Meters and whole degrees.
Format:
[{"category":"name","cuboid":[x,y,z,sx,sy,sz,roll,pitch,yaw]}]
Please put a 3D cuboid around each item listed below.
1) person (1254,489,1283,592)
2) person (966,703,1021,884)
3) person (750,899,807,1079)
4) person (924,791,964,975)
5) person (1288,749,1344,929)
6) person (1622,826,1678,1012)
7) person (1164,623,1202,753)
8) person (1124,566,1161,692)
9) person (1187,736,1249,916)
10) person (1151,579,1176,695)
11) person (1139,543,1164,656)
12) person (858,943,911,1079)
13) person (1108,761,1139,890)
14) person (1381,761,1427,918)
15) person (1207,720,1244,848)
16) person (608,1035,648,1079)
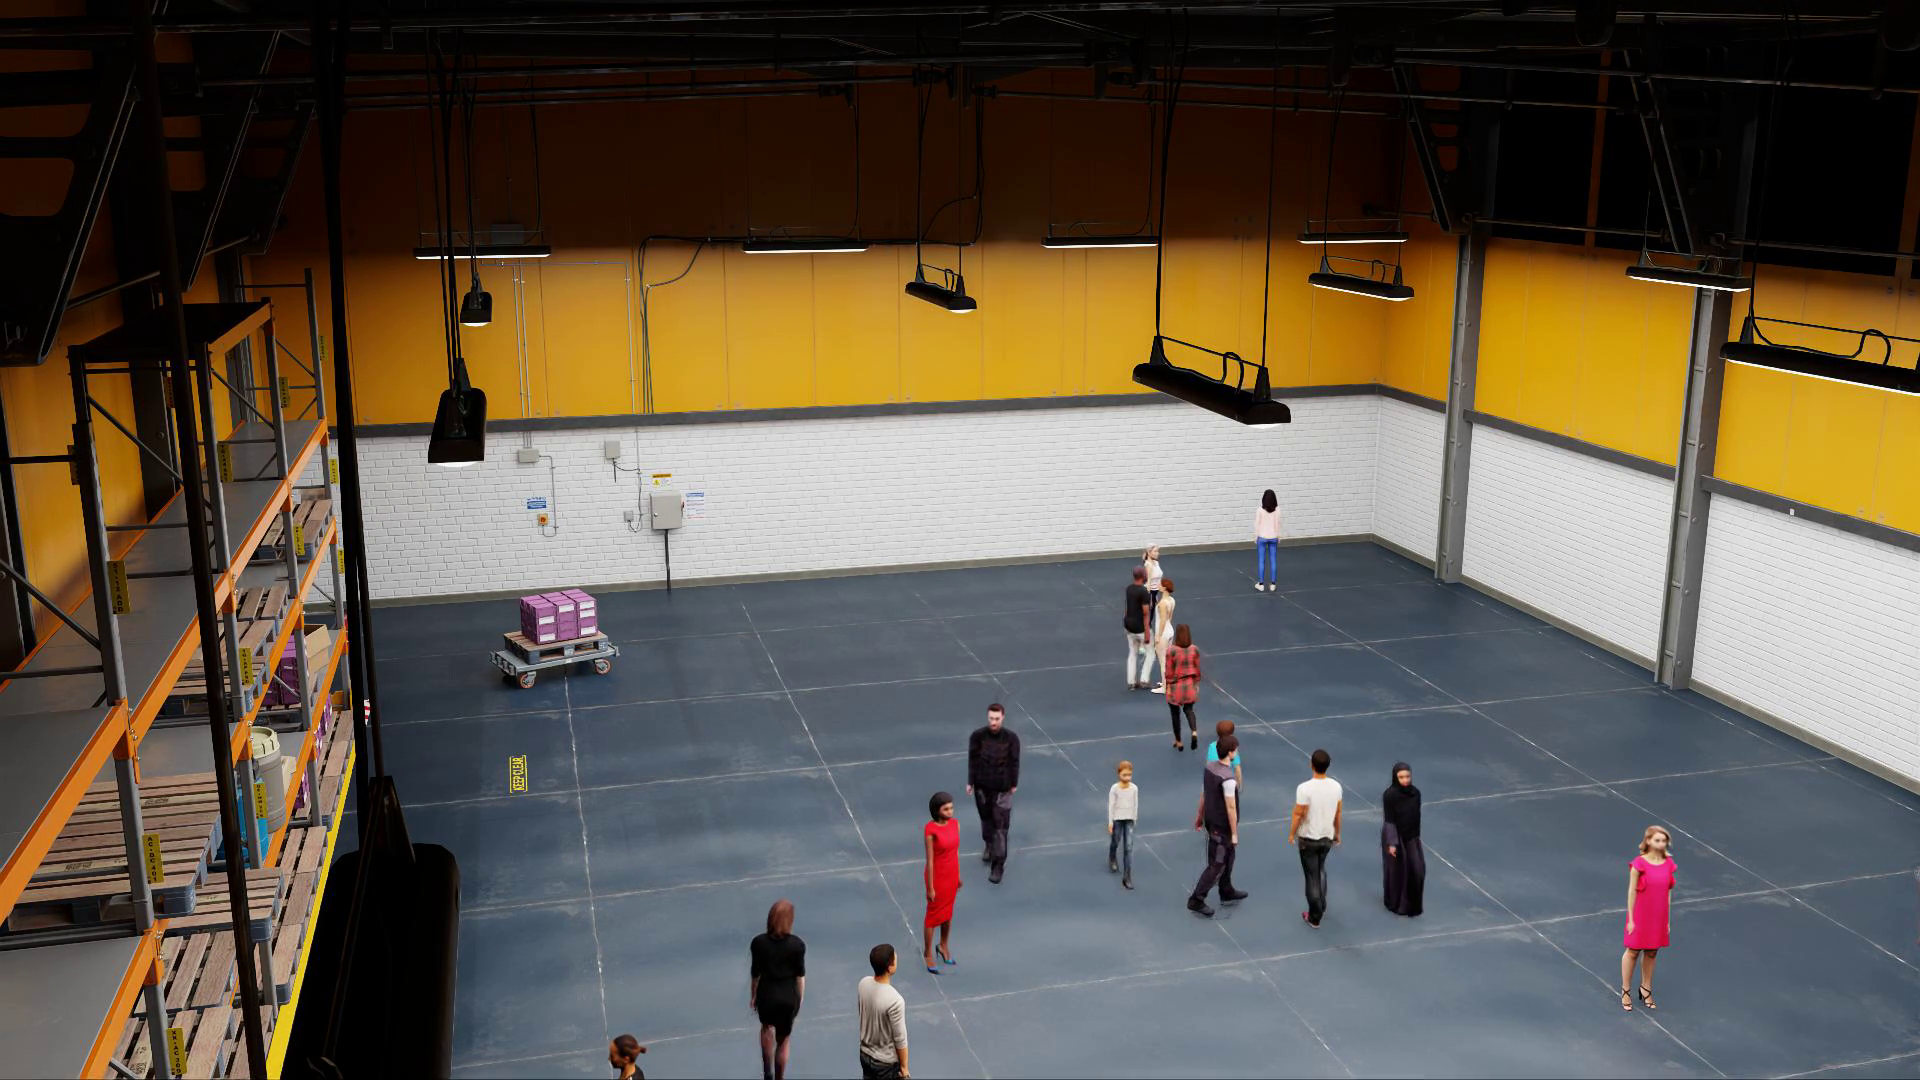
[{"category":"person","cuboid":[5.284,-0.007,28.551,0.697,1.769,0.631,0,14,-1]},{"category":"person","cuboid":[0.348,2.603,17.567,1.088,1.865,1.312,4,14,14]},{"category":"person","cuboid":[-1.457,3.726,13.299,0.684,1.691,0.702,0,14,-1]},{"category":"person","cuboid":[-0.173,3.167,15.498,0.655,1.743,0.662,-13,19,-43]},{"category":"person","cuboid":[3.529,2.951,16.290,0.660,1.791,0.662,-5,15,-20]},{"category":"person","cuboid":[6.109,3.346,14.791,0.598,1.728,0.579,-1,14,-6]},{"category":"person","cuboid":[2.803,1.893,20.876,0.631,1.690,0.821,-2,14,-10]},{"category":"person","cuboid":[2.432,1.259,23.271,0.855,1.793,0.750,-8,16,-31]},{"category":"person","cuboid":[2.533,2.853,16.612,0.732,1.829,0.871,-3,14,-14]},{"category":"person","cuboid":[2.874,1.331,23.293,0.675,1.643,0.603,7,15,26]},{"category":"person","cuboid":[2.853,0.866,25.089,0.751,1.701,0.668,6,15,23]},{"category":"person","cuboid":[-0.601,3.868,12.462,0.644,1.809,0.766,13,19,43]},{"category":"person","cuboid":[1.686,2.937,17.418,0.581,1.287,0.957,-1,14,-5]},{"category":"person","cuboid":[4.379,2.952,16.666,0.616,1.611,0.755,-4,14,-16]},{"category":"person","cuboid":[2.825,2.684,18.175,0.926,1.422,0.904,12,18,40]},{"category":"person","cuboid":[-2.241,4.175,11.492,0.644,1.668,0.462,-3,14,-12]}]
